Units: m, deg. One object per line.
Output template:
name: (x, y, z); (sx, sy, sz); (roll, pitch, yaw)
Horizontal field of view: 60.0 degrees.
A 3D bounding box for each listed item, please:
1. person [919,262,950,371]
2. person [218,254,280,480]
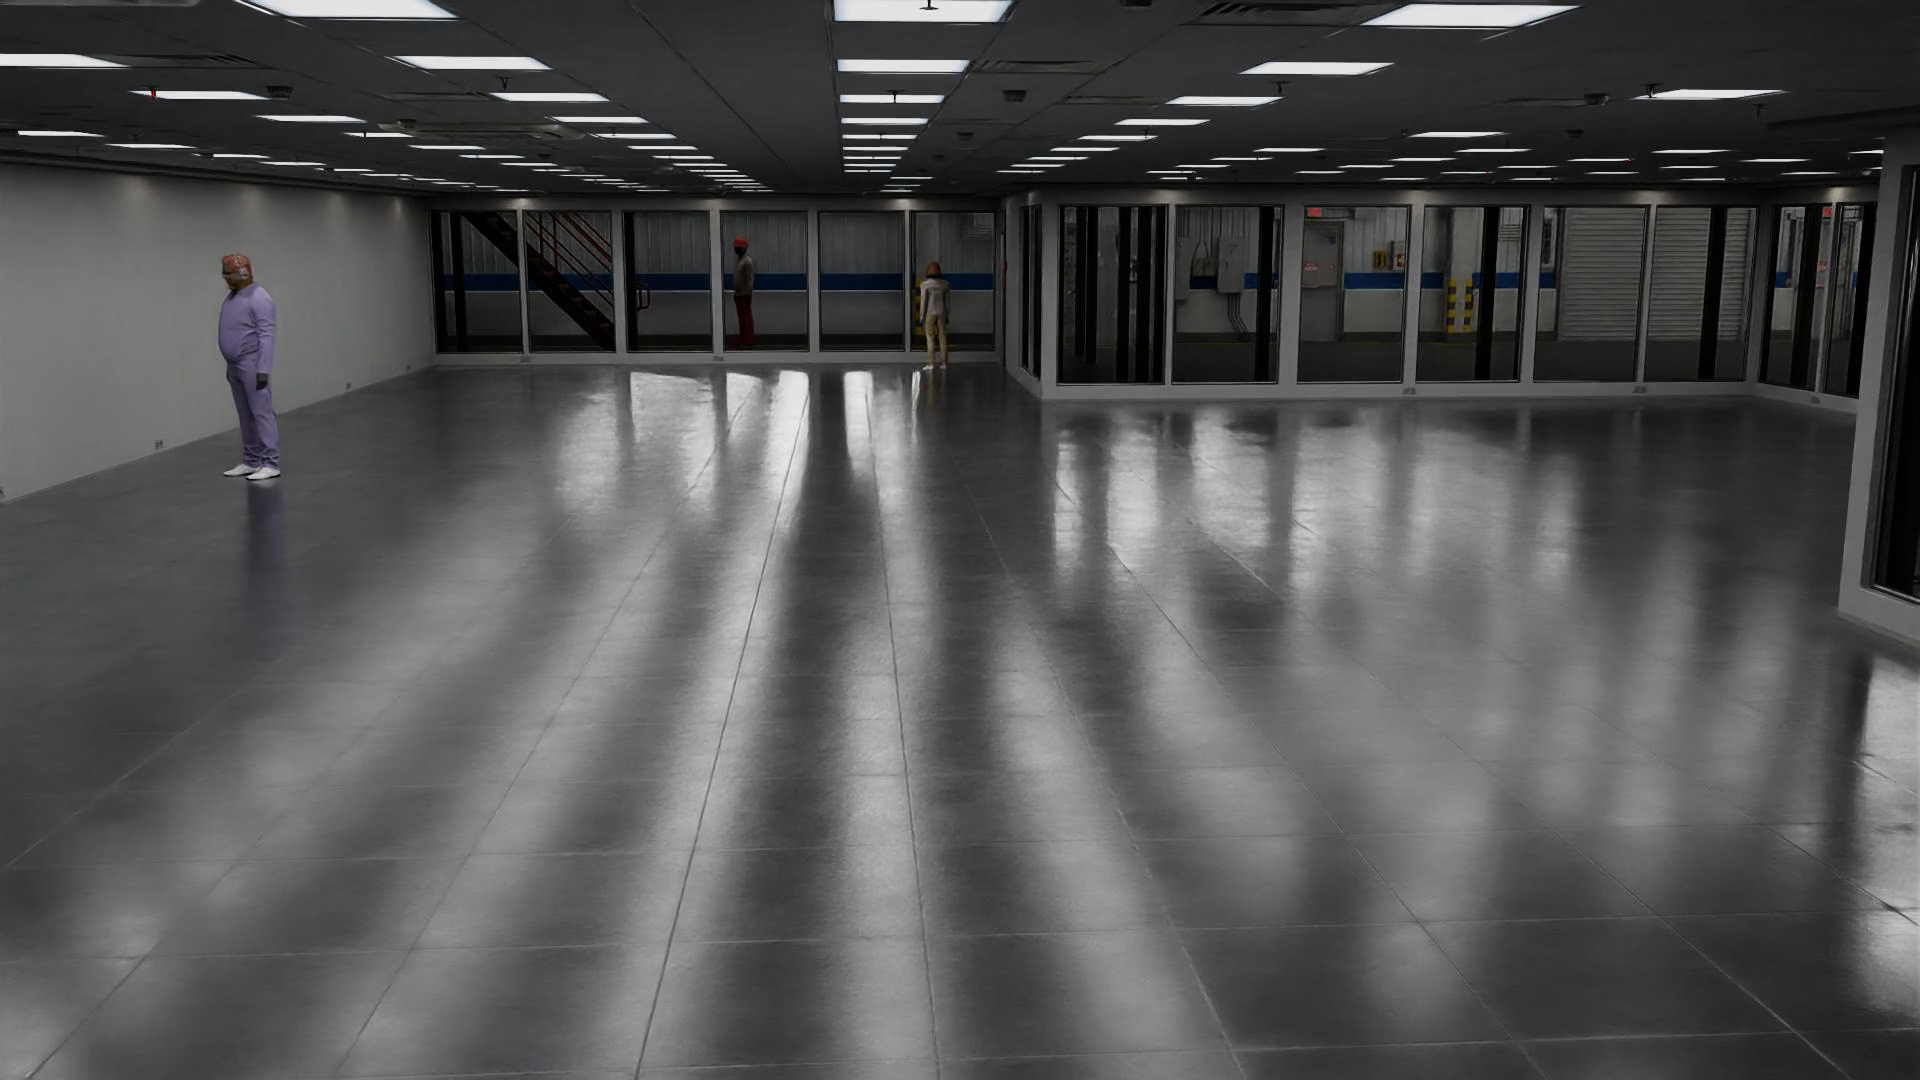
person: (-0.384, -3.370, 25.098); (0.507, 1.631, 0.266); (-6, 12, -29)
person: (-6.044, -1.460, 14.076); (0.637, 1.903, 0.406); (9, 14, 40)
